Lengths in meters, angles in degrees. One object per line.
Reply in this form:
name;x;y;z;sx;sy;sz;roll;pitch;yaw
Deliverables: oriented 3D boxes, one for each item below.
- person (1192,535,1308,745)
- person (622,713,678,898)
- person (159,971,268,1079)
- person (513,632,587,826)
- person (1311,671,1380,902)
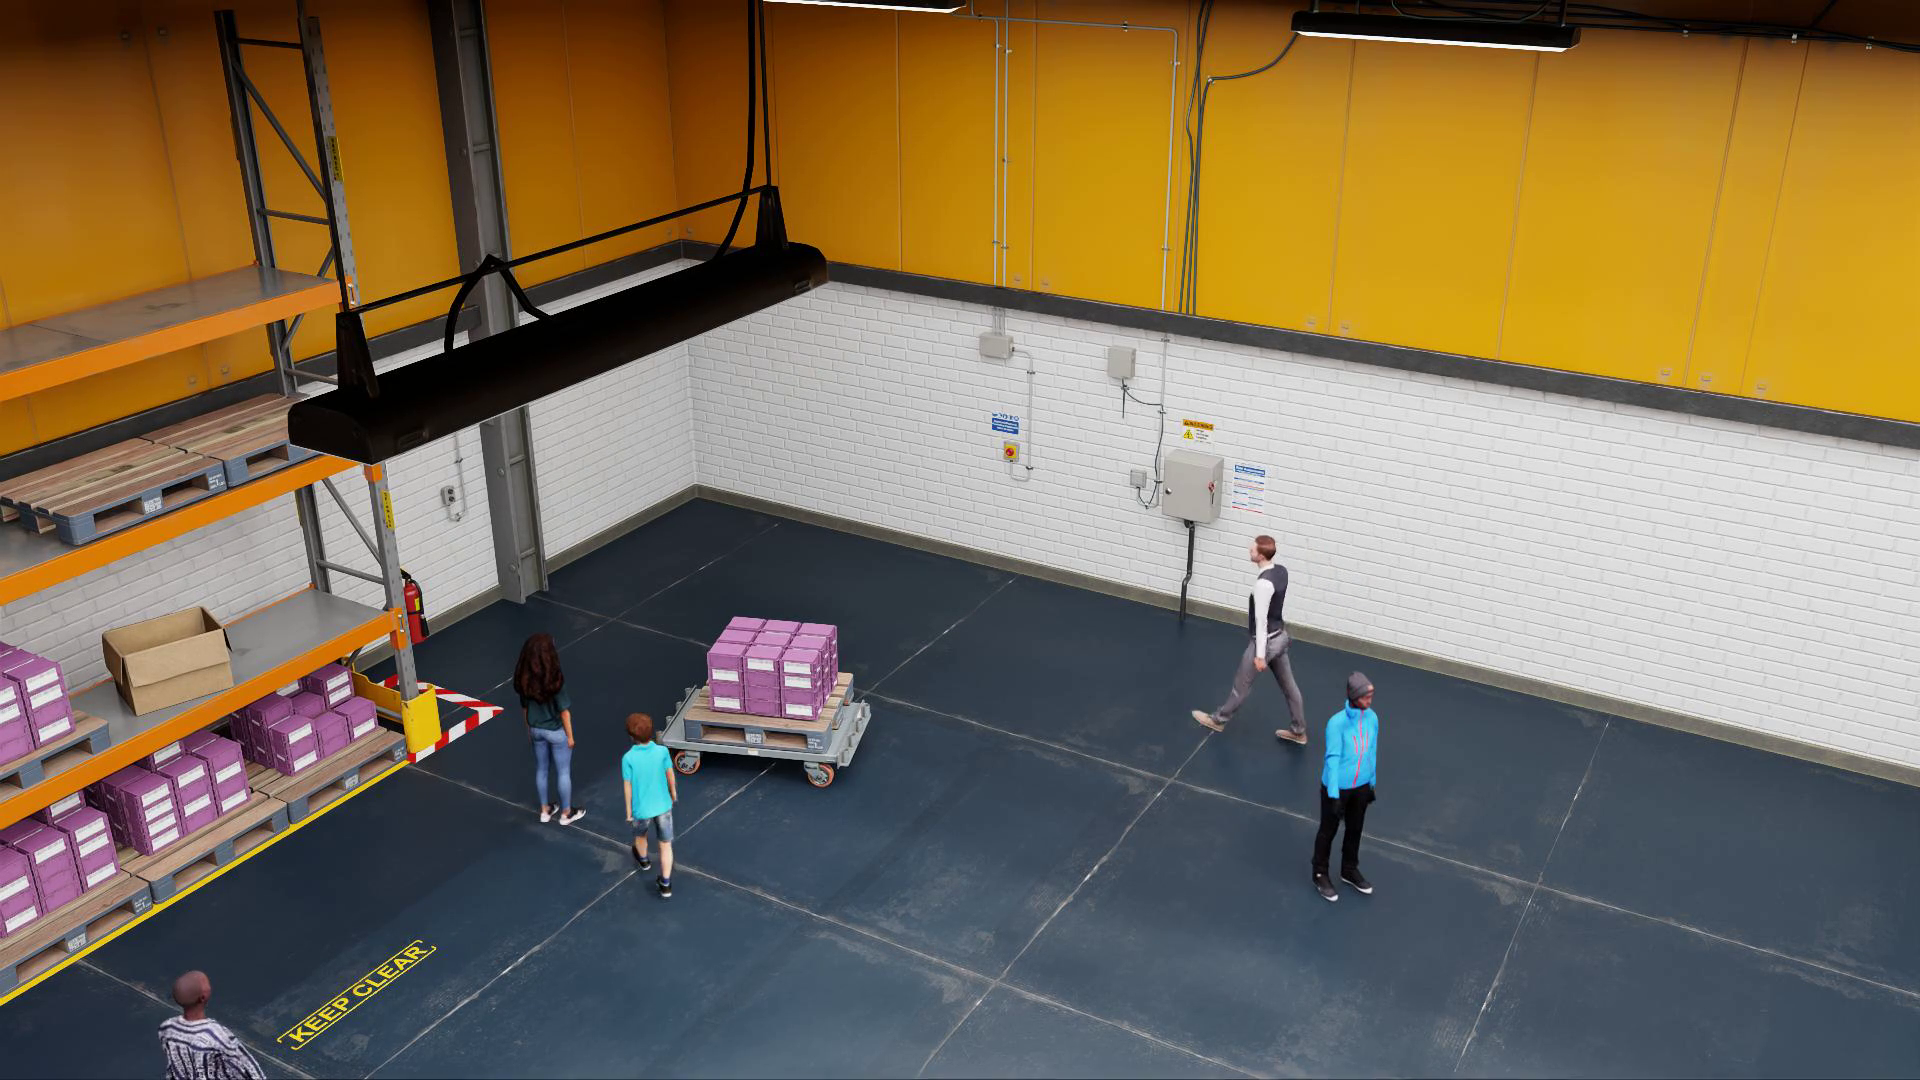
person;2.658;0.895;13.913;0.782;1.888;1.125;15;28;31
person;-2.229;1.952;12.077;0.885;1.421;0.904;-9;25;-20
person;-4.006;3.141;8.944;0.732;1.751;1.074;8;25;18
person;-3.204;1.467;12.945;0.639;1.615;0.638;8;25;18
person;2.770;1.756;12.057;0.701;1.795;0.789;-11;26;-24
